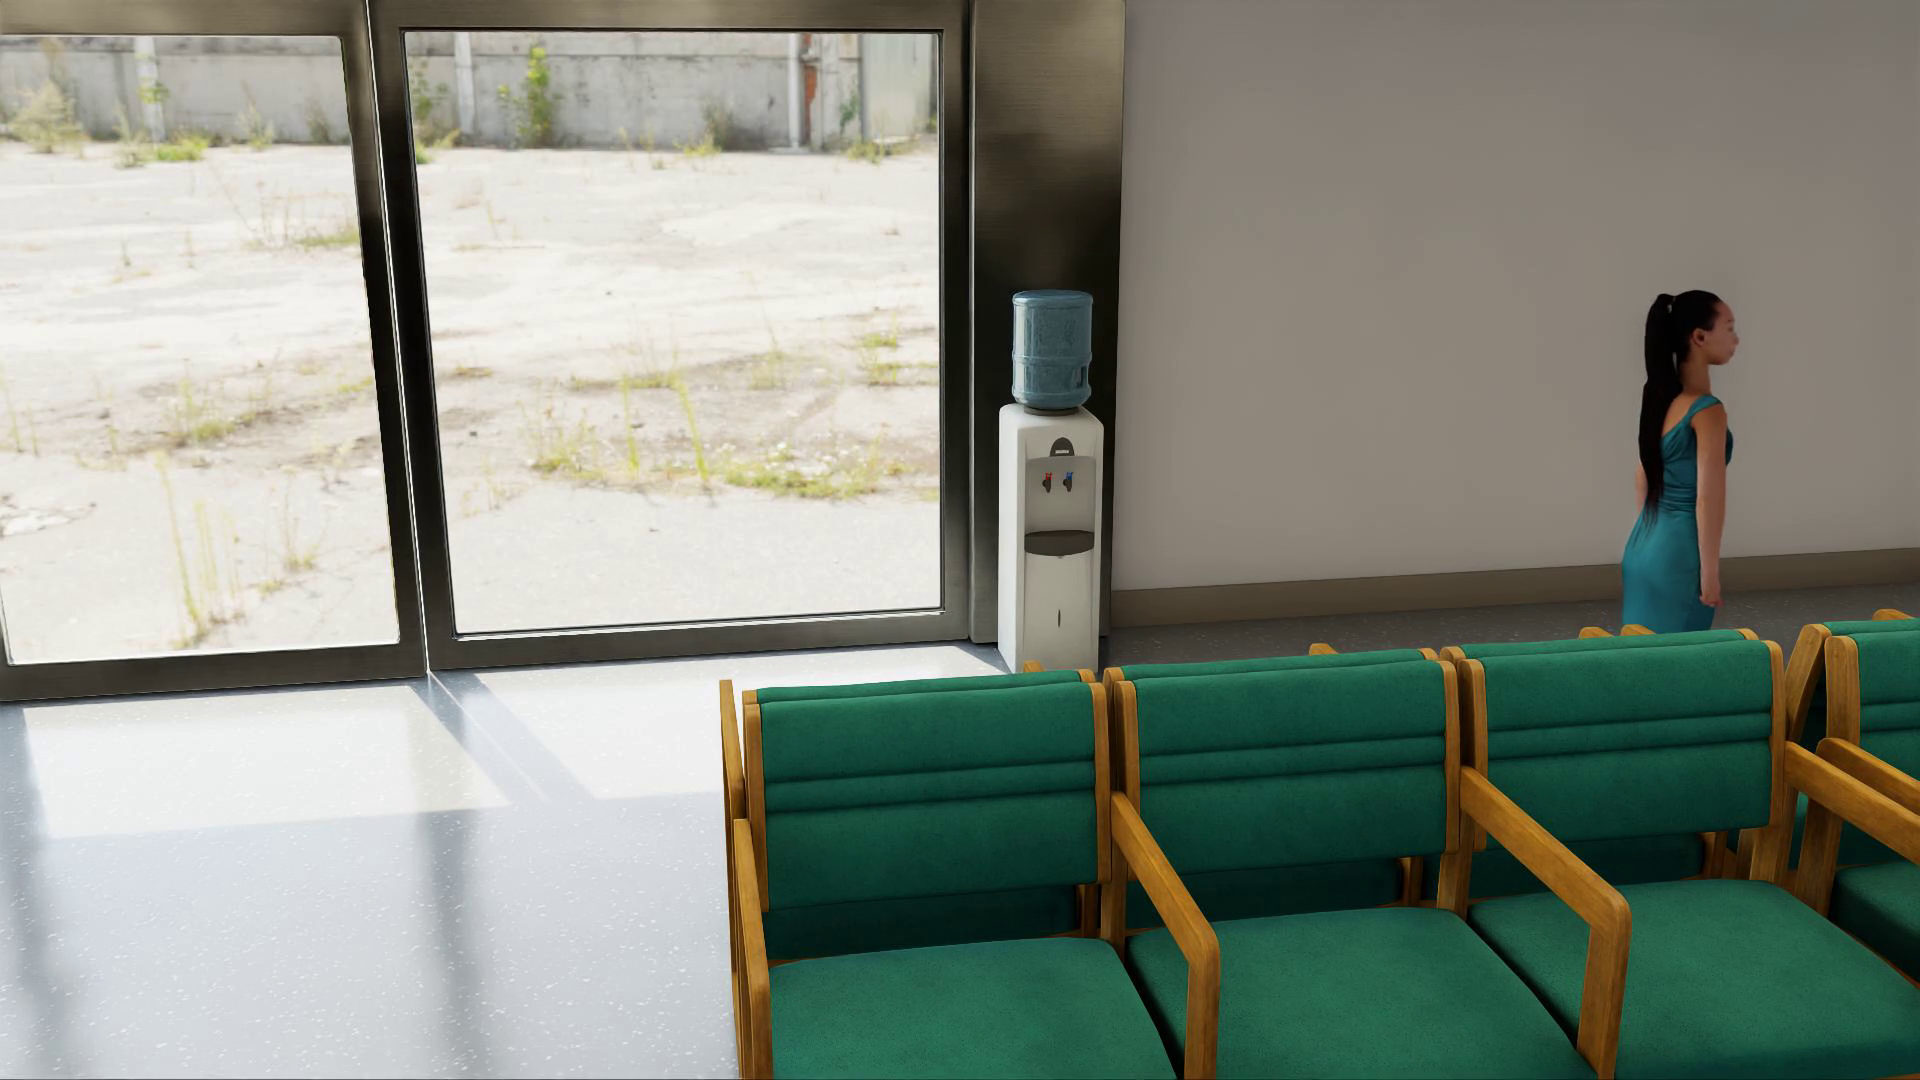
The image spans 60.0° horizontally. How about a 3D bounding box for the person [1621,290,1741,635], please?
[{"bbox_3d":[2.177,0.082,5.106,0.629,1.686,0.435,-2,16,-5],"label":"person"}]
